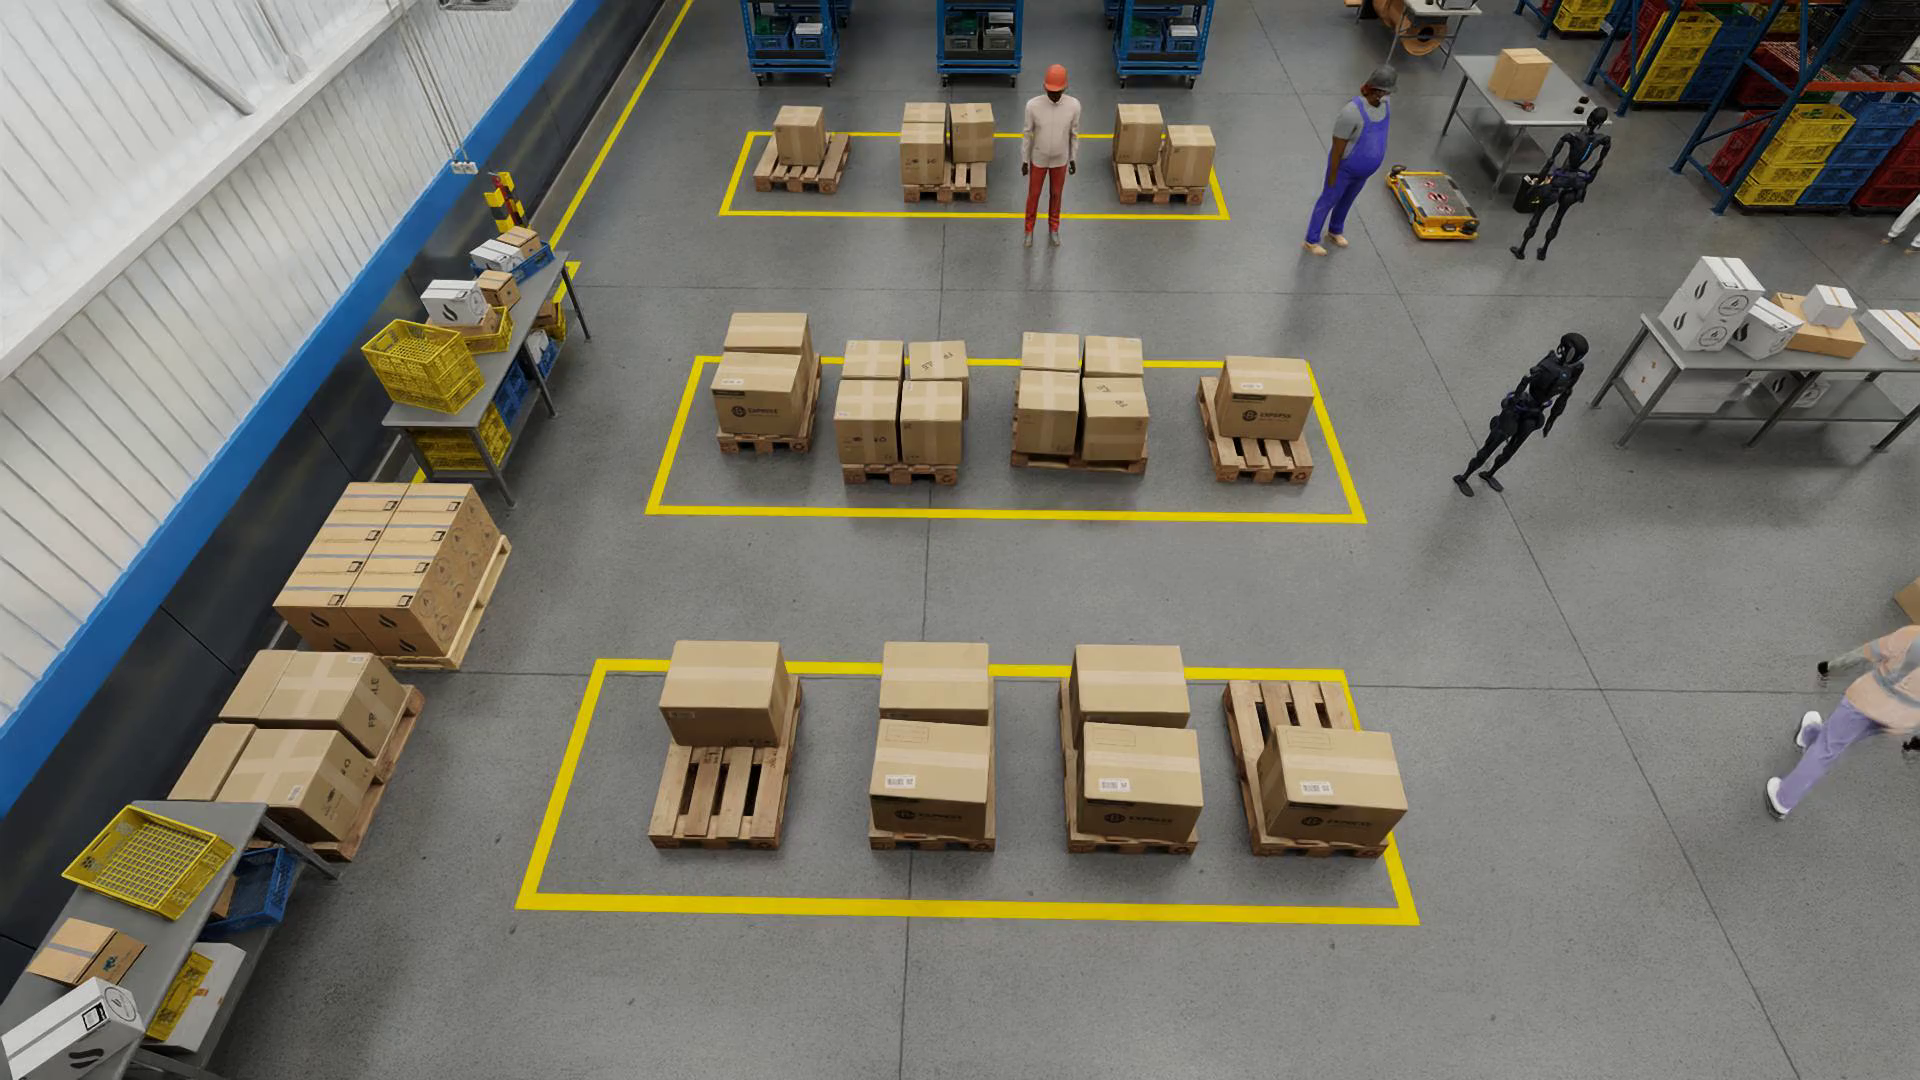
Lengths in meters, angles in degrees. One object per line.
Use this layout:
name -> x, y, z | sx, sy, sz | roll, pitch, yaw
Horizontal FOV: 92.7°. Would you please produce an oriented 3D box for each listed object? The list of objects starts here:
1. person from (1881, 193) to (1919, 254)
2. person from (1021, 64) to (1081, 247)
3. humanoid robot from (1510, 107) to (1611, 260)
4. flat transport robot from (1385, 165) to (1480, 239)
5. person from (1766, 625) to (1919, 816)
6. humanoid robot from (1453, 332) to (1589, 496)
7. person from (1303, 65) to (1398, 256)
person -> 10.932, -4.044, 9.966 | 0.354, 1.883, 0.573 | -22, 53, -18
person -> 0.974, -4.148, 9.984 | 0.616, 1.990, 0.391 | -3, 49, -2
humanoid robot -> 6.525, -3.844, 9.920 | 0.589, 1.657, 0.327 | 7, 49, 6
flat transport robot -> 5.692, -4.094, 11.059 | 0.652, 0.197, 1.431 | 1, 49, 1
person -> 5.704, 0.970, 5.630 | 0.605, 1.873, 0.981 | 27, 54, 21
humanoid robot -> 4.589, -0.995, 7.462 | 0.573, 1.651, 0.339 | -9, 50, -8
person -> 4.260, -4.064, 9.880 | 0.680, 2.000, 0.536 | -25, 53, -20
